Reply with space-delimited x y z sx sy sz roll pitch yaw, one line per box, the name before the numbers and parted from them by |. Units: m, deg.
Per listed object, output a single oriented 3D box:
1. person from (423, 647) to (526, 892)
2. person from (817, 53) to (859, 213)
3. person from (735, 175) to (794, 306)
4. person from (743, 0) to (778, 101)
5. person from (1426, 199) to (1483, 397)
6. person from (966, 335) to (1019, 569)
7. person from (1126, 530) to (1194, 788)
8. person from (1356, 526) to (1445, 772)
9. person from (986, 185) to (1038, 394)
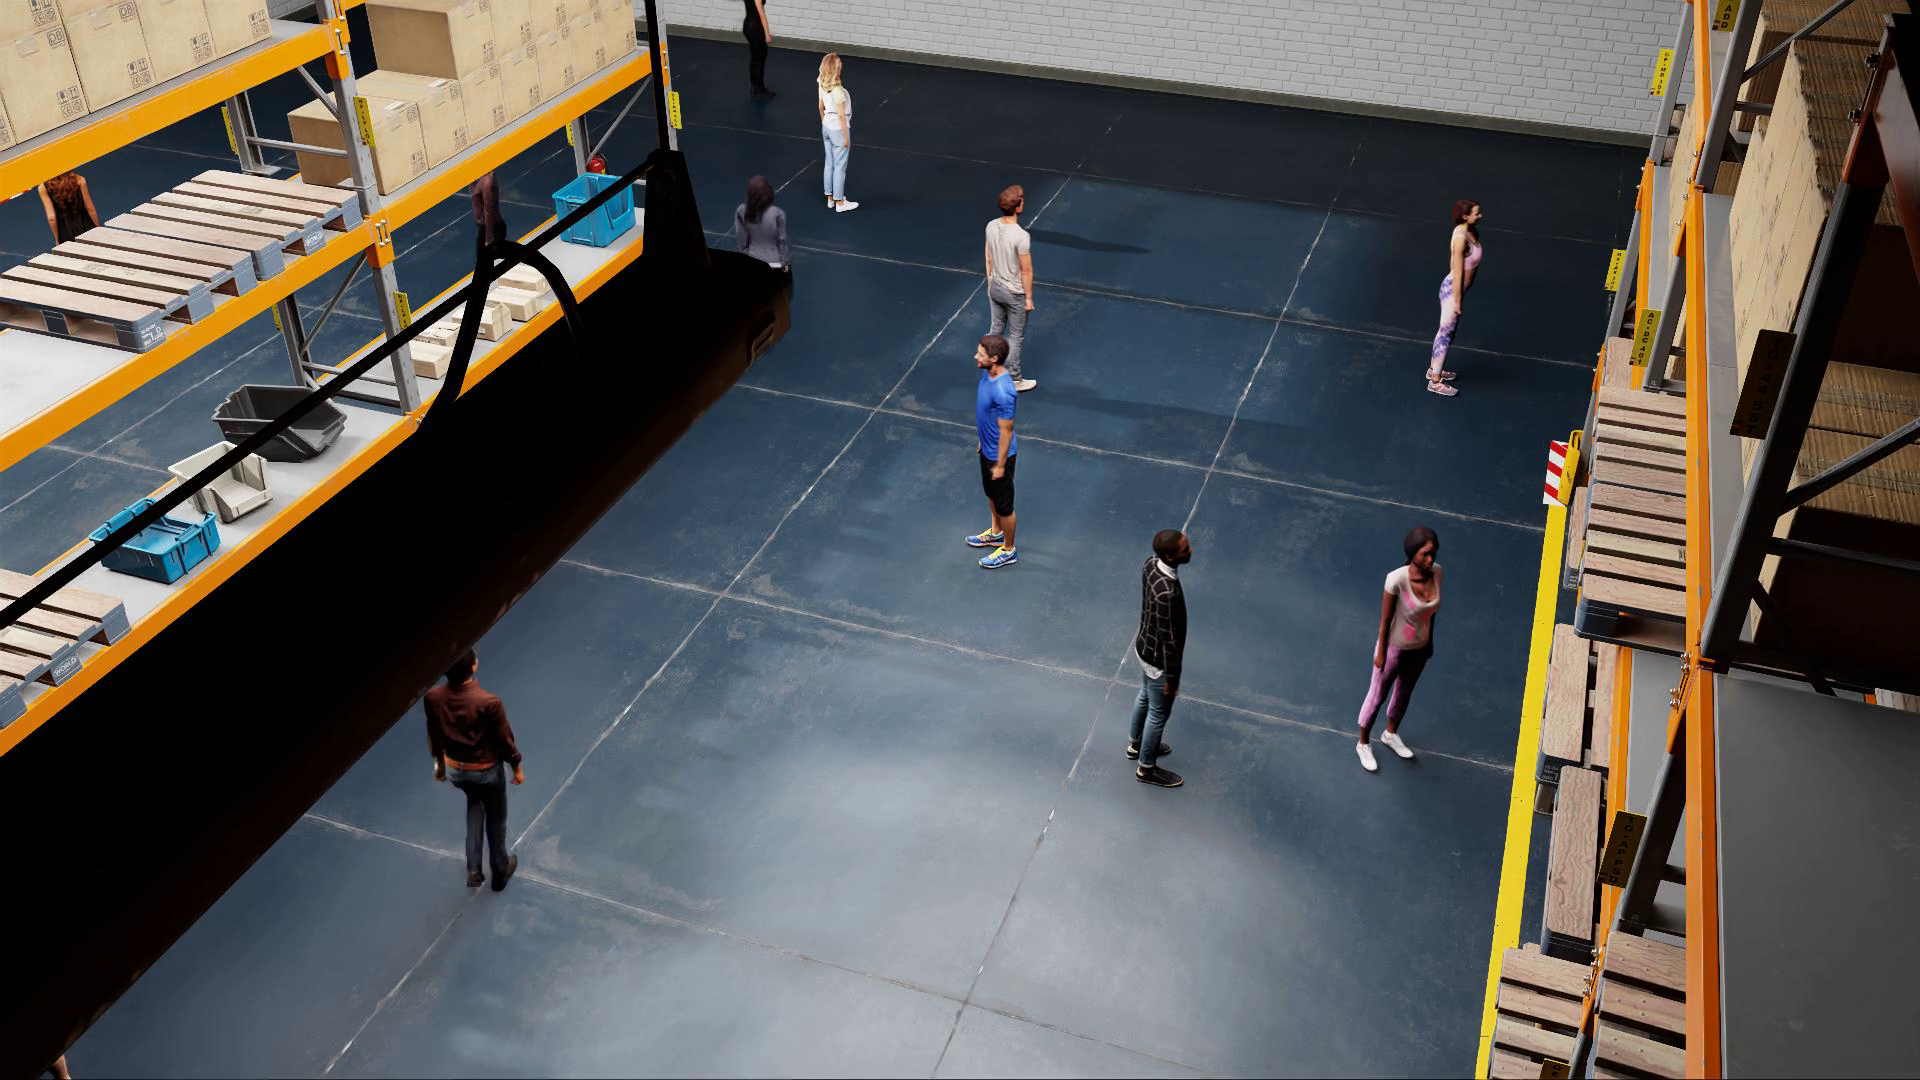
person | -2.748 1.339 9.324 0.726 1.767 0.738 5 34 8
person | -1.353 -4.417 18.023 0.730 1.723 0.713 -23 40 -30
person | -1.800 -2.574 15.375 0.704 1.585 0.677 8 34 11
person | -2.608 -6.441 21.100 0.744 1.689 0.696 -18 38 -25
person | 4.335 -2.151 14.577 0.670 1.765 0.494 9 35 13
person | 0.278 -0.667 12.253 0.764 1.866 0.672 -9 35 -13
person | 1.218 0.699 10.239 0.808 1.821 0.661 -3 34 -5
person | 2.762 0.664 10.365 0.649 1.741 0.701 -13 36 -19
person | 0.424 -2.182 14.503 0.726 1.898 0.691 26 42 33
